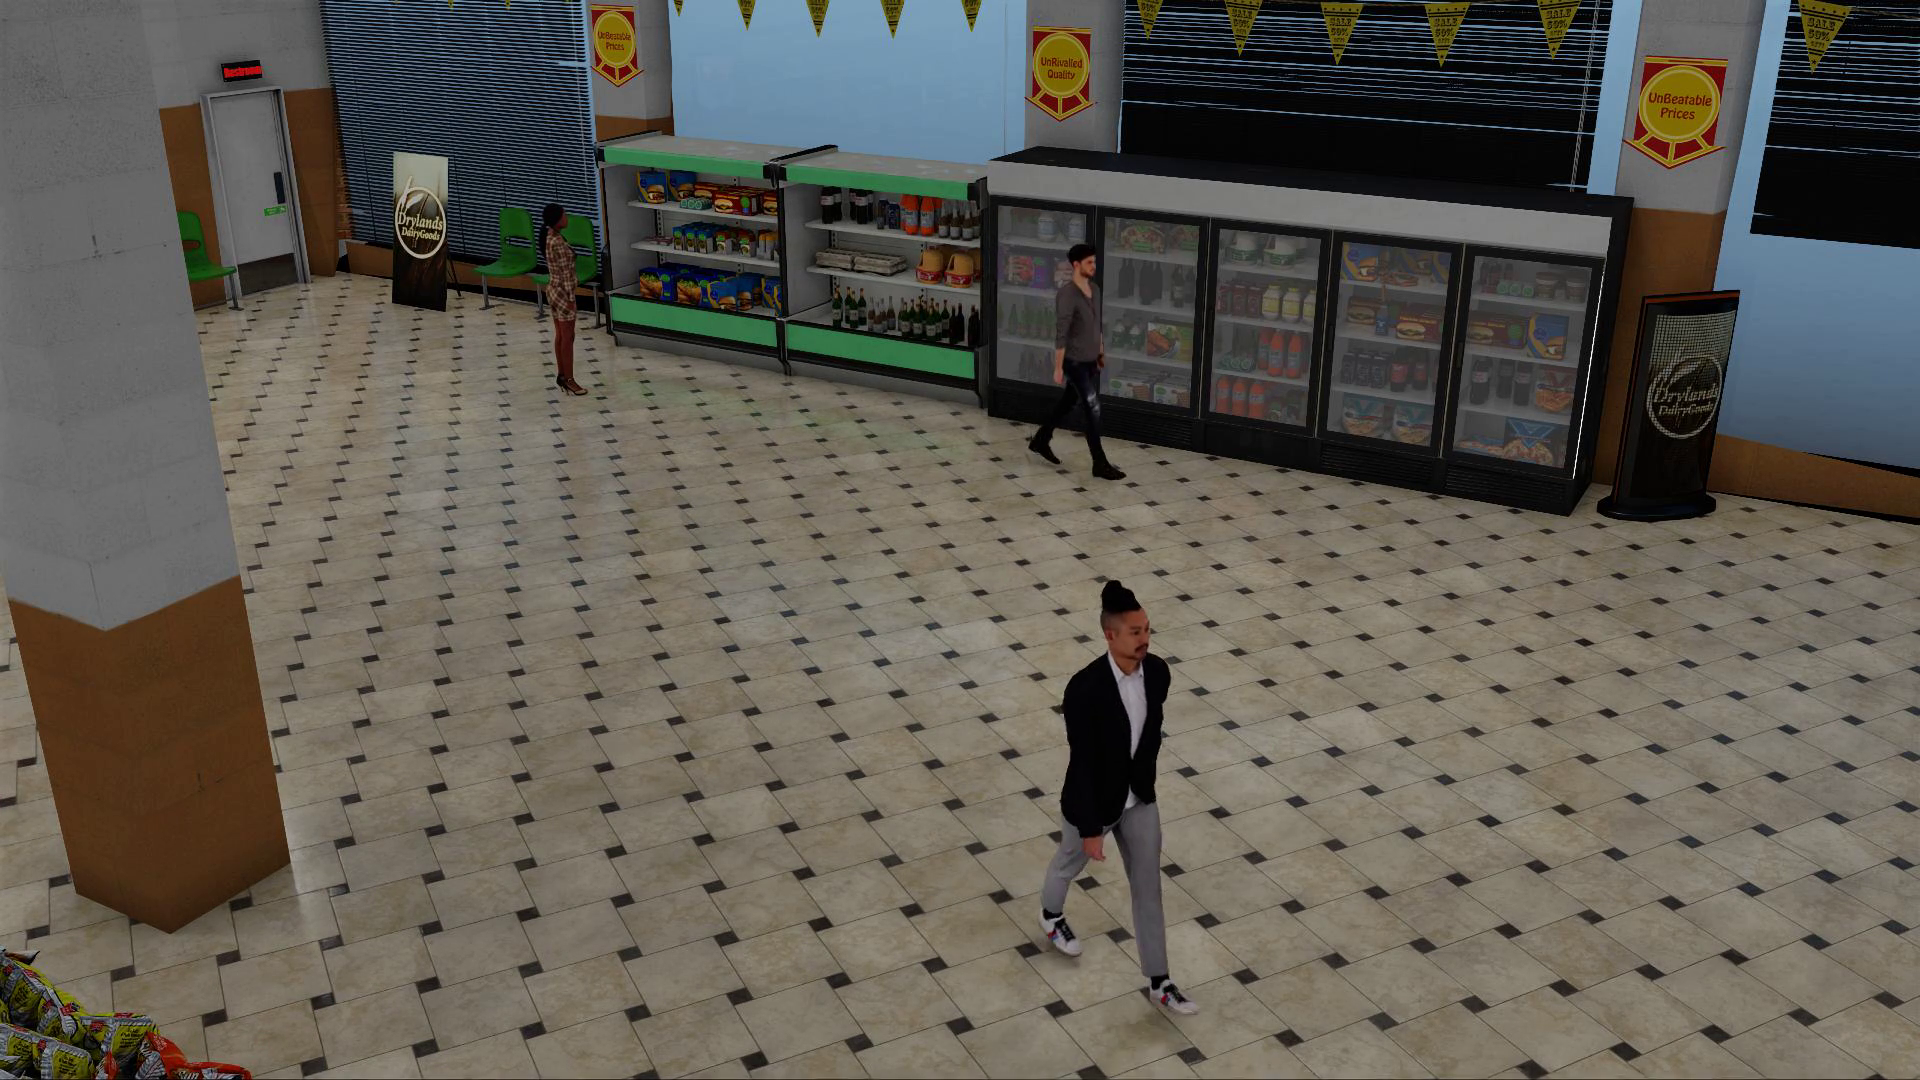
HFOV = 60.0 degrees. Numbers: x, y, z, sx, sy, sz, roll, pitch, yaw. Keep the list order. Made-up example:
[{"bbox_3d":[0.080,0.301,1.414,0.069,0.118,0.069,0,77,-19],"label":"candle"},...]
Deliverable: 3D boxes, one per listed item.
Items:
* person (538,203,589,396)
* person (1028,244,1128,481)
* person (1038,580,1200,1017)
[{"bbox_3d":[-3.703,-2.237,15.472,0.738,1.795,0.648,-11,24,-26],"label":"person"},{"bbox_3d":[0.884,-1.439,13.385,1.171,1.870,0.713,13,25,30],"label":"person"},{"bbox_3d":[0.567,1.052,7.140,1.115,1.904,1.329,-12,25,-28],"label":"person"}]
